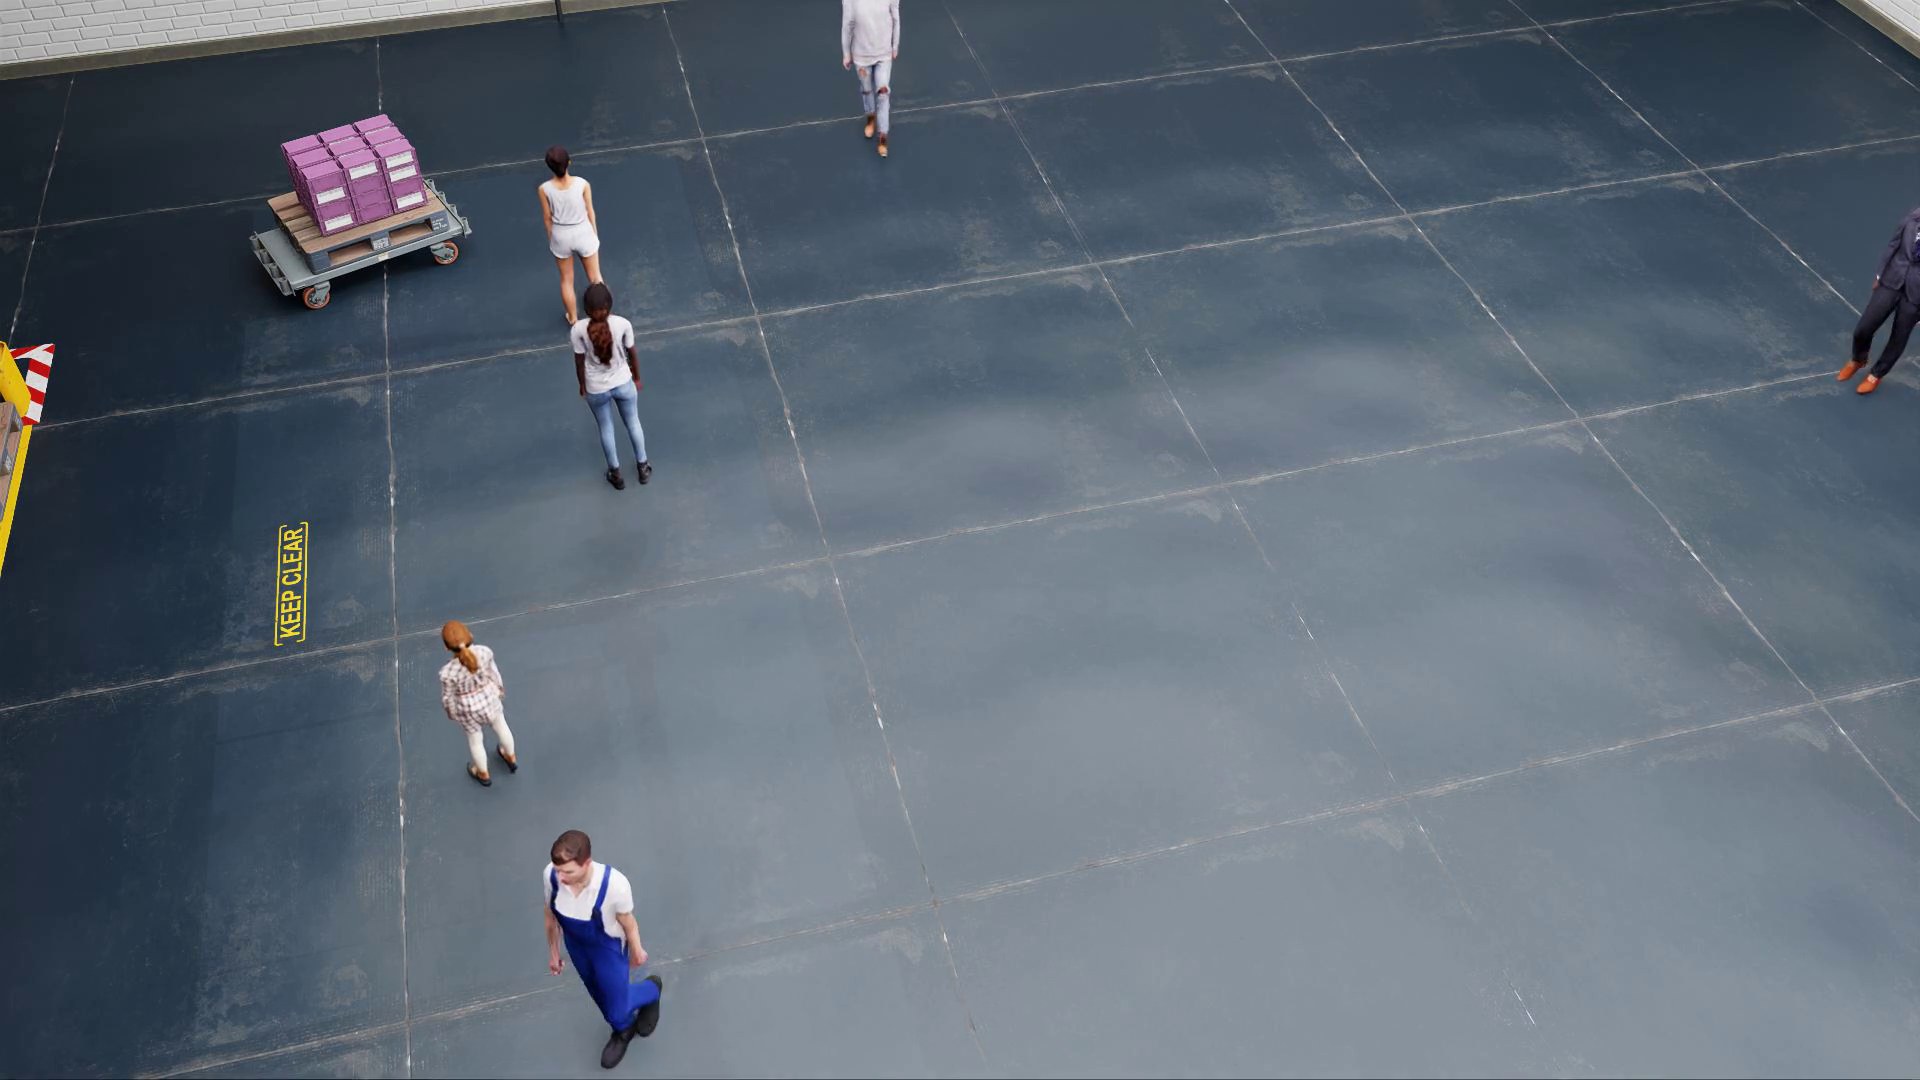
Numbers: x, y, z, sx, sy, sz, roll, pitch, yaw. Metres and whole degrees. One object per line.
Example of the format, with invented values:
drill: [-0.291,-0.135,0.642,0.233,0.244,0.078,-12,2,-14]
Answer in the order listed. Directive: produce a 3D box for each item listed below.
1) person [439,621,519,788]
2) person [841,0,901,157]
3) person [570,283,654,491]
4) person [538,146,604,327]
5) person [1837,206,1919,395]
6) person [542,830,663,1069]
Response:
person: [-2.893,0.973,9.986,0.620,1.309,0.641,-32,52,-29]
person: [-0.826,-4.573,15.447,0.836,1.805,1.059,0,44,0]
person: [-2.497,-1.093,11.857,0.595,1.719,0.513,-15,46,-16]
person: [-3.104,-2.430,13.338,0.560,1.612,0.518,-8,44,-8]
person: [7.244,-1.928,12.666,0.870,1.811,0.743,-31,52,-29]
person: [-1.808,2.009,8.517,0.823,1.835,0.888,15,46,15]
